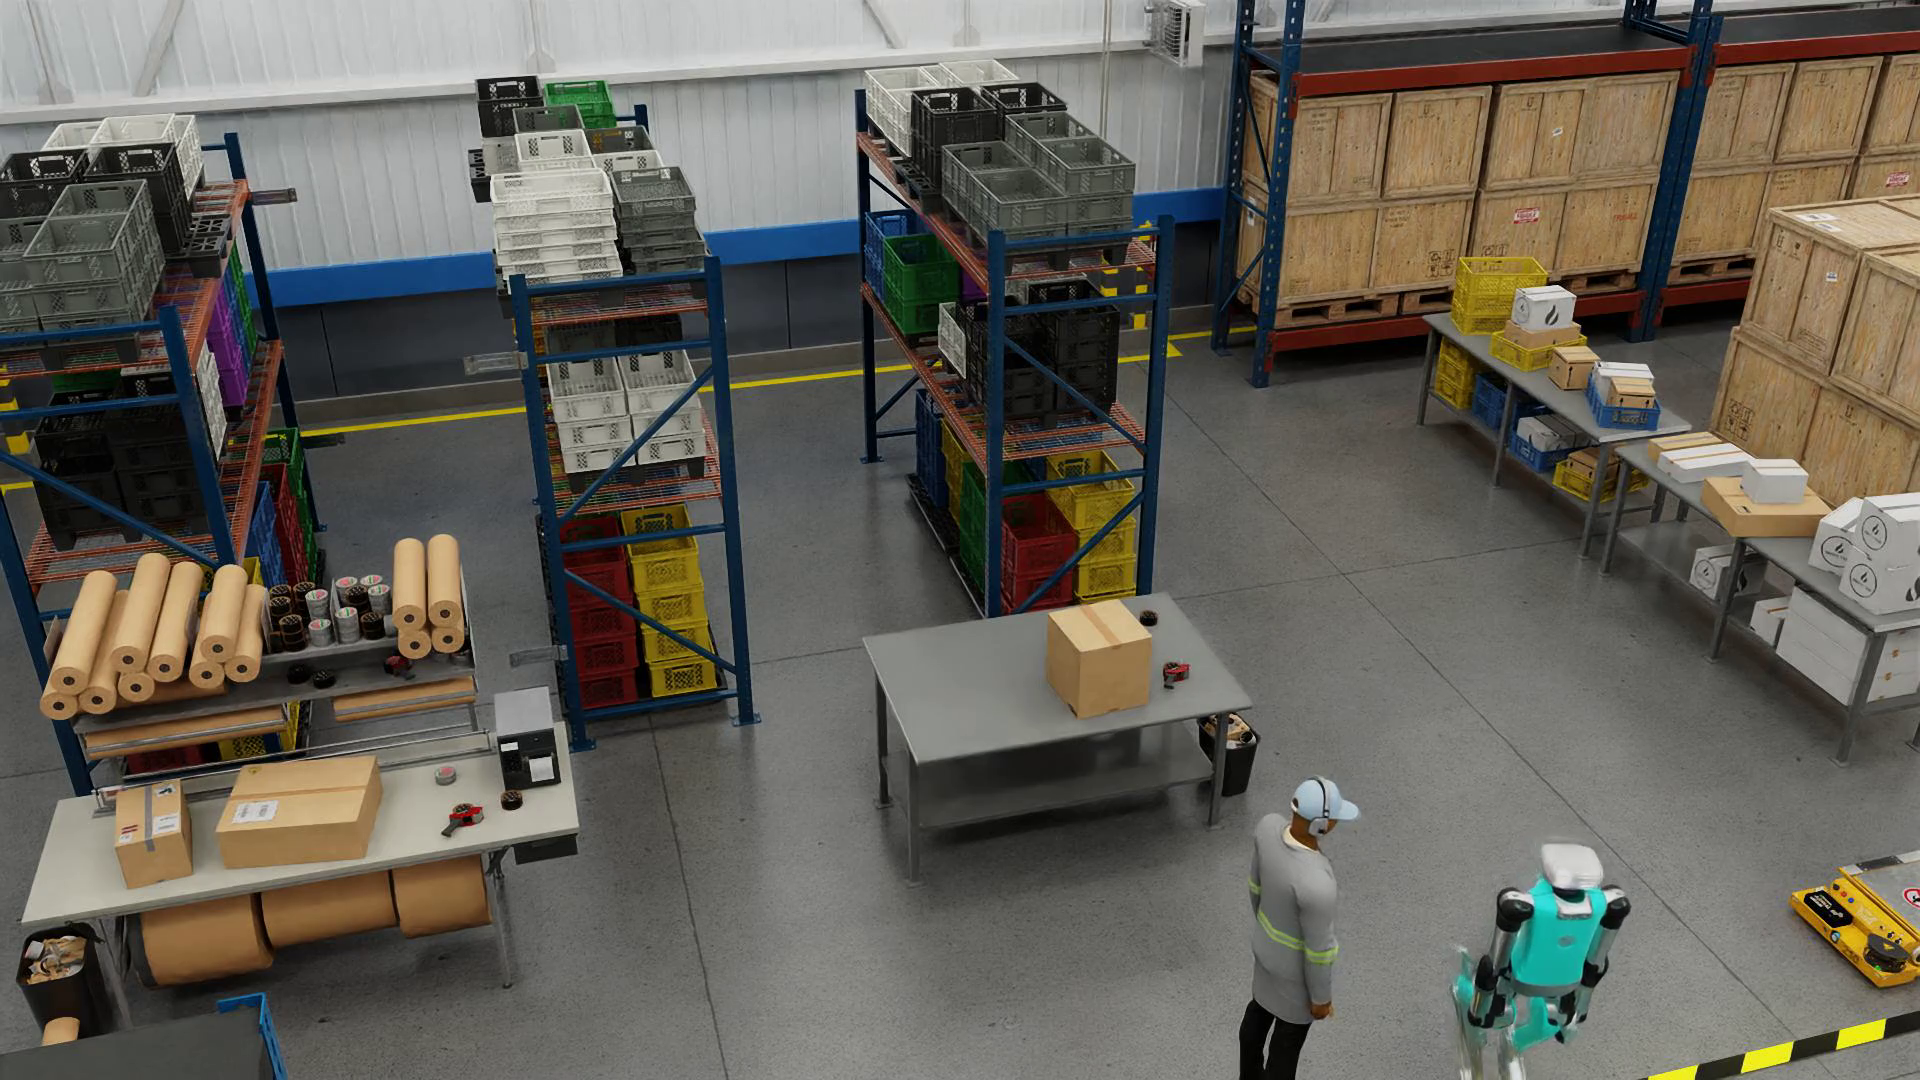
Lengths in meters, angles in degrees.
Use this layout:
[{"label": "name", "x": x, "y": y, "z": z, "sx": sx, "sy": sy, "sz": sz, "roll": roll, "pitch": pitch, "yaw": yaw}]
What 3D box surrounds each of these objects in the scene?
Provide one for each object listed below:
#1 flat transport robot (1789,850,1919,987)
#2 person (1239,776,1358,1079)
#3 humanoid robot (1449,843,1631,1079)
[{"label": "flat transport robot", "x": 5.163, "y": 1.916, "z": 8.676, "sx": 1.431, "sy": 0.231, "sz": 0.659, "roll": -8, "pitch": 30, "yaw": -14}, {"label": "person", "x": 1.467, "y": 1.803, "z": 7.242, "sx": 0.397, "sy": 1.848, "sz": 0.587, "roll": -9, "pitch": 30, "yaw": -16}, {"label": "humanoid robot", "x": 2.395, "y": 1.915, "z": 7.132, "sx": 0.546, "sy": 1.731, "sz": 0.965, "roll": -2, "pitch": 29, "yaw": -4}]
